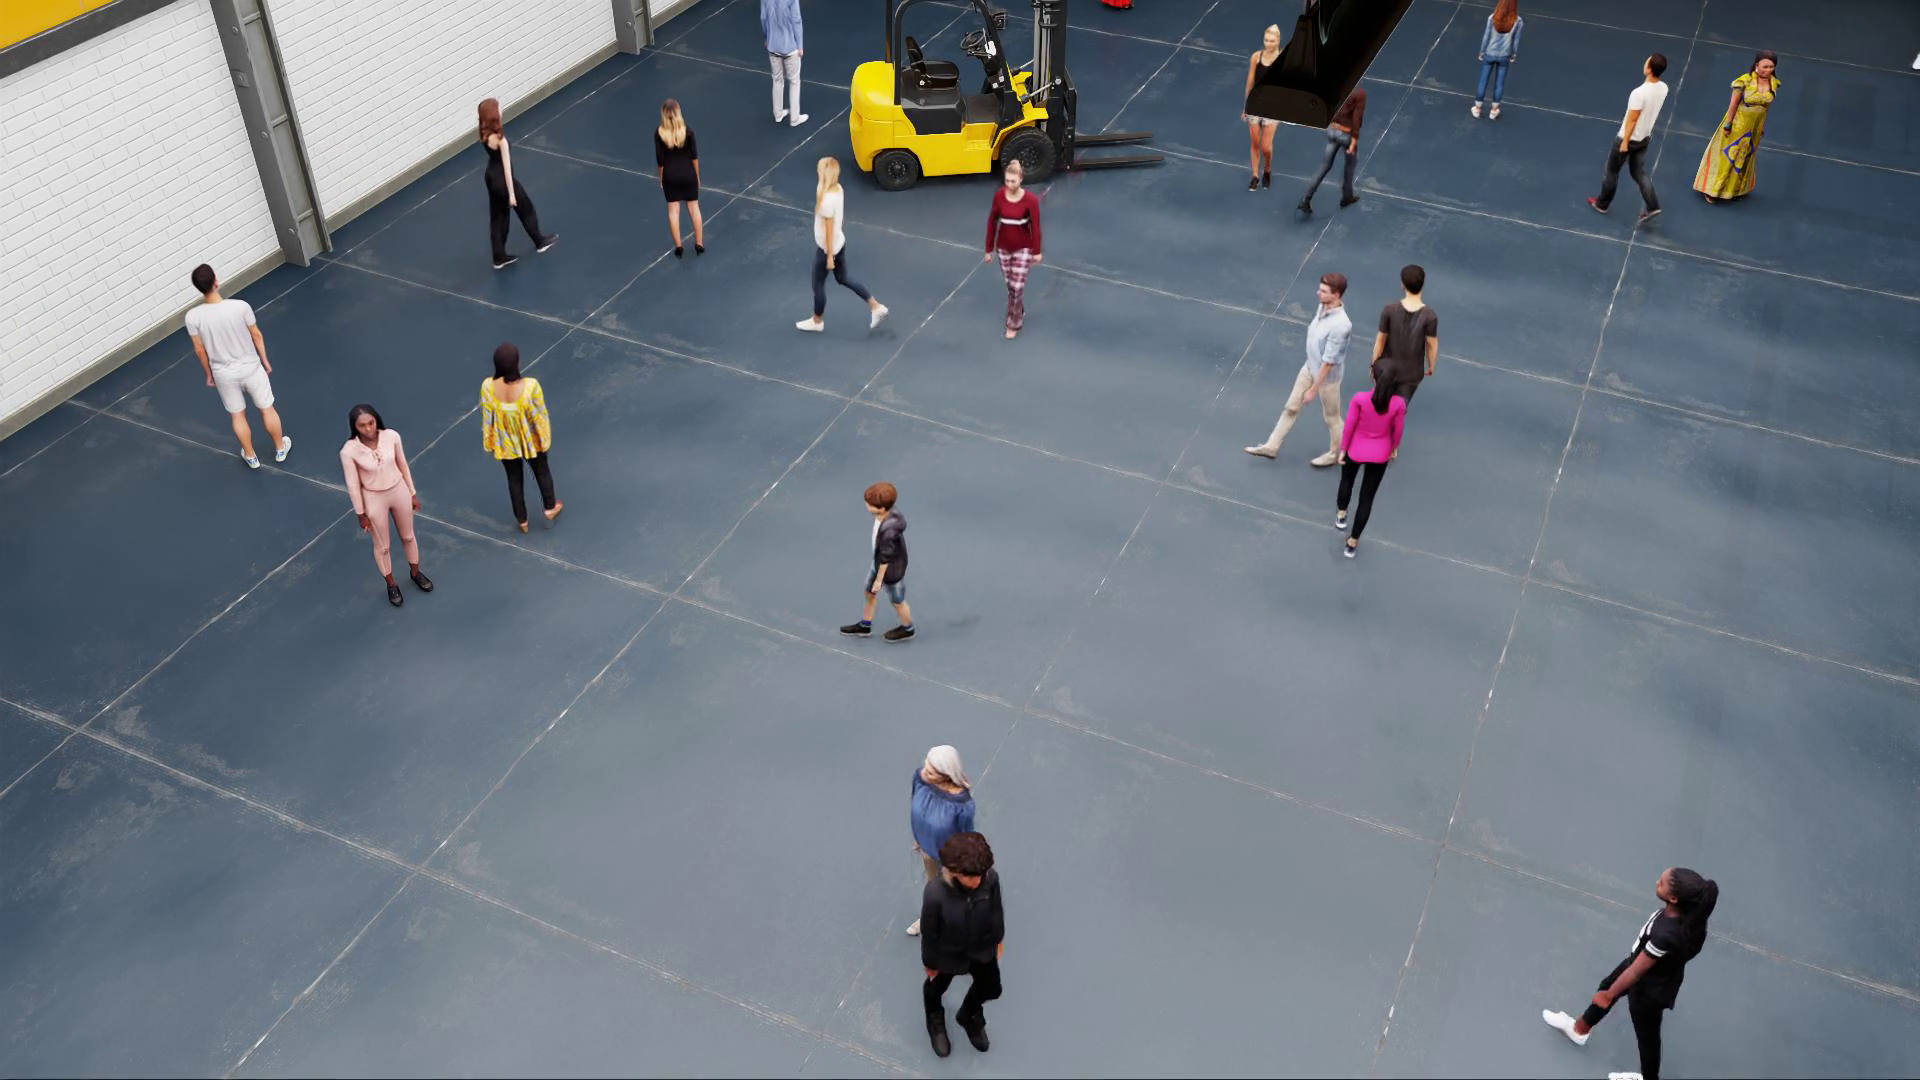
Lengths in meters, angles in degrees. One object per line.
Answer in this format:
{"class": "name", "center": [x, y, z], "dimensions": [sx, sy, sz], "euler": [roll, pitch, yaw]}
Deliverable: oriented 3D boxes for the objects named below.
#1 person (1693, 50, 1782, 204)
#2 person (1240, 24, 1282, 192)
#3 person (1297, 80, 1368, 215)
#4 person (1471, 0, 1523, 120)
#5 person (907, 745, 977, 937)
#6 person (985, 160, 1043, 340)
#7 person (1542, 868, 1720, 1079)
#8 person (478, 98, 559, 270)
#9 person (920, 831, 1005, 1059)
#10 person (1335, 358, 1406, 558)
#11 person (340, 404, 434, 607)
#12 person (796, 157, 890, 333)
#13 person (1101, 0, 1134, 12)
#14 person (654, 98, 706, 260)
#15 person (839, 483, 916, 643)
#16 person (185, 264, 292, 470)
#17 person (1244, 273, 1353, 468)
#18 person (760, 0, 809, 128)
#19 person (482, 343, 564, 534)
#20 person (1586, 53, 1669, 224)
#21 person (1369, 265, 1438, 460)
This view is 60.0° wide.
{"class": "person", "center": [8.274, -4.376, 17.557], "dimensions": [1.003, 1.660, 1.027], "euler": [-7, 39, -8]}
{"class": "person", "center": [3.271, -4.655, 17.760], "dimensions": [0.579, 1.834, 0.595], "euler": [15, 41, 18]}
{"class": "person", "center": [3.885, -4.173, 17.223], "dimensions": [1.205, 1.751, 0.982], "euler": [-26, 45, -29]}
{"class": "person", "center": [6.217, -5.616, 19.253], "dimensions": [0.598, 1.473, 0.543], "euler": [8, 39, 10]}
{"class": "person", "center": [-0.083, 1.799, 9.795], "dimensions": [0.680, 1.698, 0.665], "euler": [30, 47, 32]}
{"class": "person", "center": [0.536, -2.754, 15.500], "dimensions": [0.662, 1.683, 0.777], "euler": [15, 41, 18]}
{"class": "person", "center": [3.807, 2.441, 8.977], "dimensions": [0.774, 1.706, 0.928], "euler": [21, 43, 24]}
{"class": "person", "center": [-4.590, -3.468, 16.364], "dimensions": [0.797, 1.721, 1.043], "euler": [29, 47, 32]}
{"class": "person", "center": [-0.015, 2.187, 9.259], "dimensions": [0.751, 1.751, 0.822], "euler": [-13, 40, -16]}
{"class": "person", "center": [3.133, -0.594, 12.809], "dimensions": [0.685, 1.677, 0.881], "euler": [10, 40, 12]}
{"class": "person", "center": [-4.271, -0.284, 12.378], "dimensions": [0.615, 1.720, 0.756], "euler": [-27, 46, -30]}
{"class": "person", "center": [-1.092, -2.672, 15.318], "dimensions": [0.861, 1.782, 1.118], "euler": [6, 39, 8]}
{"class": "person", "center": [2.112, -7.865, 21.827], "dimensions": [0.736, 1.784, 0.714], "euler": [-24, 45, -27]}
{"class": "person", "center": [-2.795, -3.595, 16.559], "dimensions": [0.613, 1.675, 0.627], "euler": [-5, 39, -6]}
{"class": "person", "center": [-0.461, 0.175, 12.035], "dimensions": [0.856, 1.430, 0.825], "euler": [-8, 39, -10]}
{"class": "person", "center": [-5.959, -1.418, 13.693], "dimensions": [0.753, 1.850, 0.824], "euler": [-14, 41, -17]}
{"class": "person", "center": [3.072, -1.354, 13.642], "dimensions": [1.102, 1.815, 1.107], "euler": [-8, 39, -10]}
{"class": "person", "center": [-2.018, -5.651, 18.964], "dimensions": [0.646, 1.886, 0.575], "euler": [15, 41, 18]}
{"class": "person", "center": [-3.456, -0.771, 13.045], "dimensions": [0.853, 1.649, 0.898], "euler": [-3, 39, -4]}
{"class": "person", "center": [7.021, -4.103, 17.119], "dimensions": [1.123, 1.782, 1.077], "euler": [-21, 43, -24]}
{"class": "person", "center": [3.662, -1.420, 13.847], "dimensions": [0.687, 1.661, 1.081], "euler": [21, 43, 24]}
